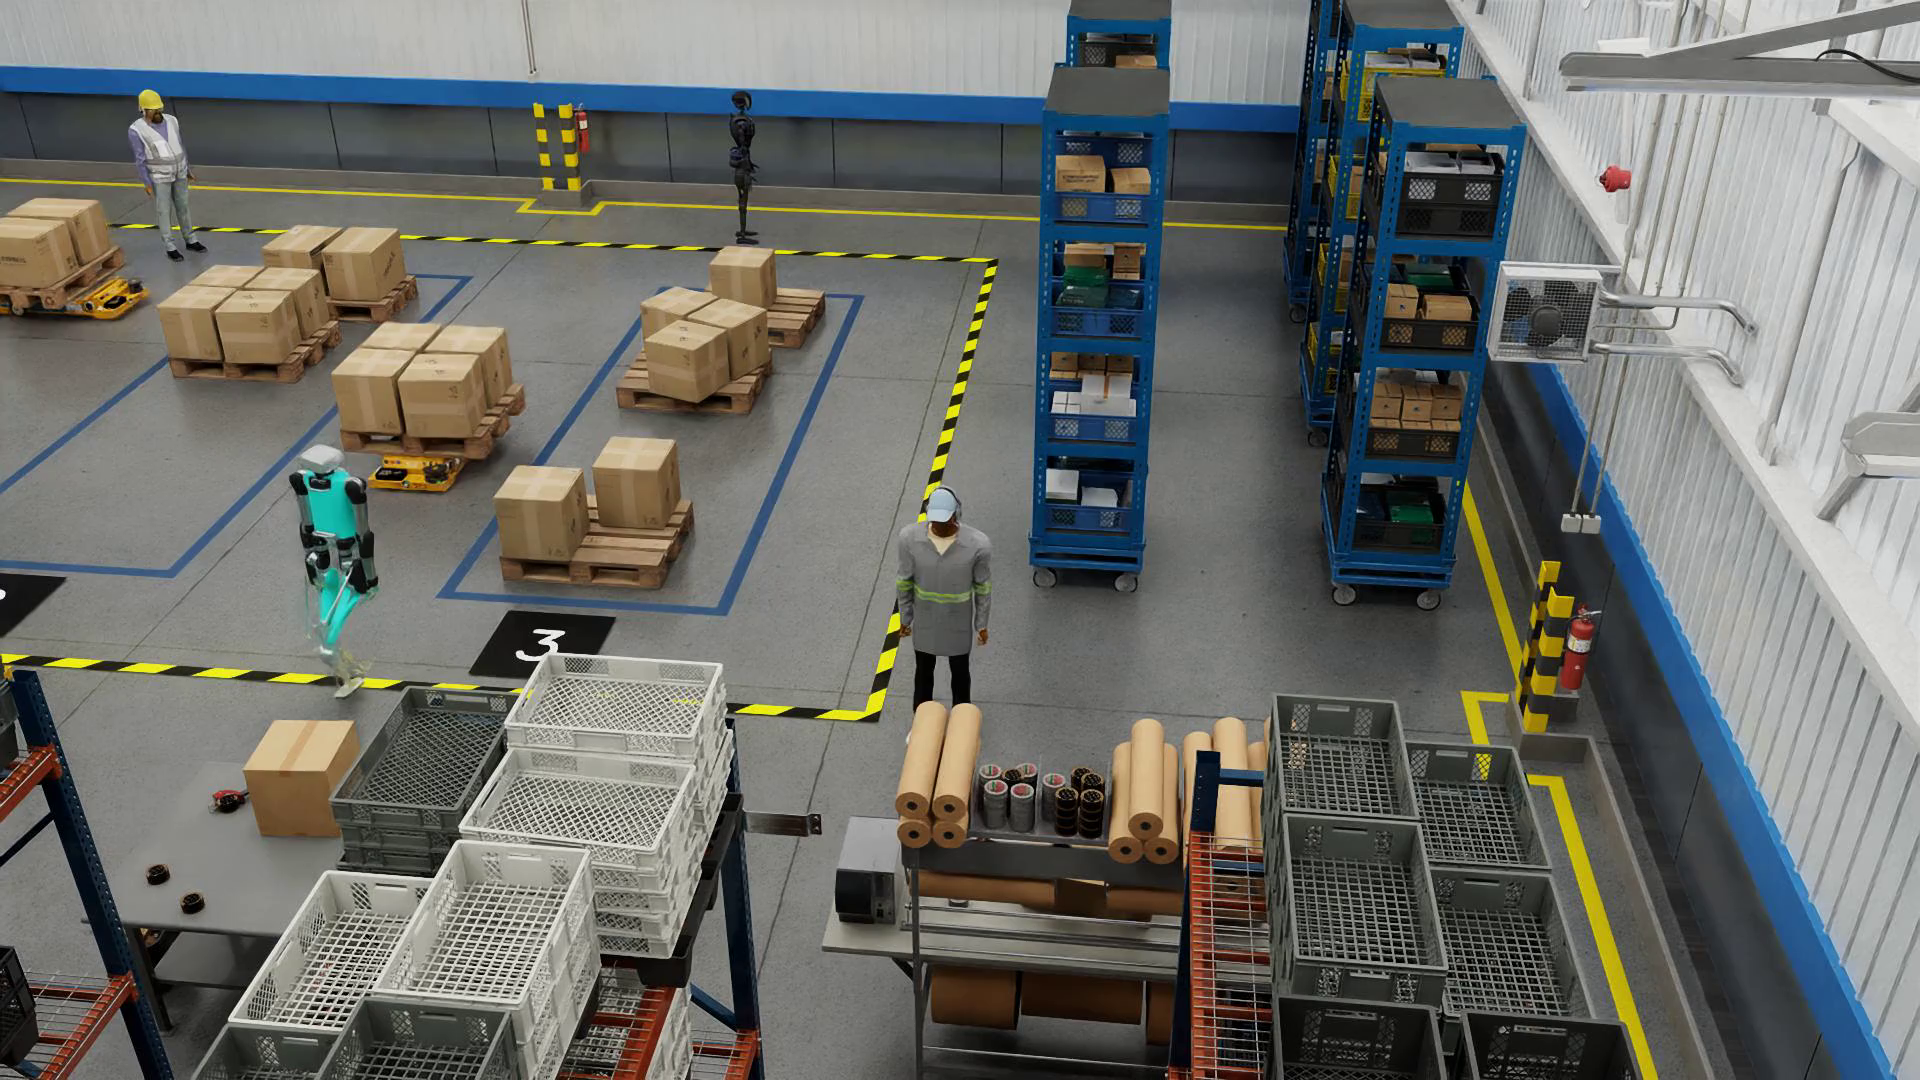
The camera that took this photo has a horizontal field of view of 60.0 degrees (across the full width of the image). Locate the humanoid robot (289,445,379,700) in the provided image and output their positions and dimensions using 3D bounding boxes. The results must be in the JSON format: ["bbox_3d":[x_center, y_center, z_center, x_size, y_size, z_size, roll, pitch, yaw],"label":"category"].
[{"bbox_3d":[-4.075,0.313,10.703,0.535,1.794,0.835,9,32,16],"label":"humanoid robot"}]

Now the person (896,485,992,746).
[{"bbox_3d":[-0.106,0.485,10.267,0.587,1.853,0.392,4,30,7],"label":"person"}]

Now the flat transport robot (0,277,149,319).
[{"bbox_3d":[-9.128,-2.498,16.937,1.431,0.197,0.652,3,30,6],"label":"flat transport robot"}]

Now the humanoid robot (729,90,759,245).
[{"bbox_3d":[-2.378,-4.125,18.341,0.315,1.659,0.599,-2,30,-4],"label":"humanoid robot"}]

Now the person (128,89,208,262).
[{"bbox_3d":[-8.511,-3.928,17.864,0.404,1.830,0.599,16,34,26],"label":"person"}]

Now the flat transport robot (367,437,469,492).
[{"bbox_3d":[-4.419,-0.842,14.092,0.652,0.197,1.431,3,30,6],"label":"flat transport robot"}]

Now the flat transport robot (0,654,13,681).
[{"bbox_3d":[-7.142,0.969,11.010,1.431,0.231,0.659,3,30,6],"label":"flat transport robot"}]
